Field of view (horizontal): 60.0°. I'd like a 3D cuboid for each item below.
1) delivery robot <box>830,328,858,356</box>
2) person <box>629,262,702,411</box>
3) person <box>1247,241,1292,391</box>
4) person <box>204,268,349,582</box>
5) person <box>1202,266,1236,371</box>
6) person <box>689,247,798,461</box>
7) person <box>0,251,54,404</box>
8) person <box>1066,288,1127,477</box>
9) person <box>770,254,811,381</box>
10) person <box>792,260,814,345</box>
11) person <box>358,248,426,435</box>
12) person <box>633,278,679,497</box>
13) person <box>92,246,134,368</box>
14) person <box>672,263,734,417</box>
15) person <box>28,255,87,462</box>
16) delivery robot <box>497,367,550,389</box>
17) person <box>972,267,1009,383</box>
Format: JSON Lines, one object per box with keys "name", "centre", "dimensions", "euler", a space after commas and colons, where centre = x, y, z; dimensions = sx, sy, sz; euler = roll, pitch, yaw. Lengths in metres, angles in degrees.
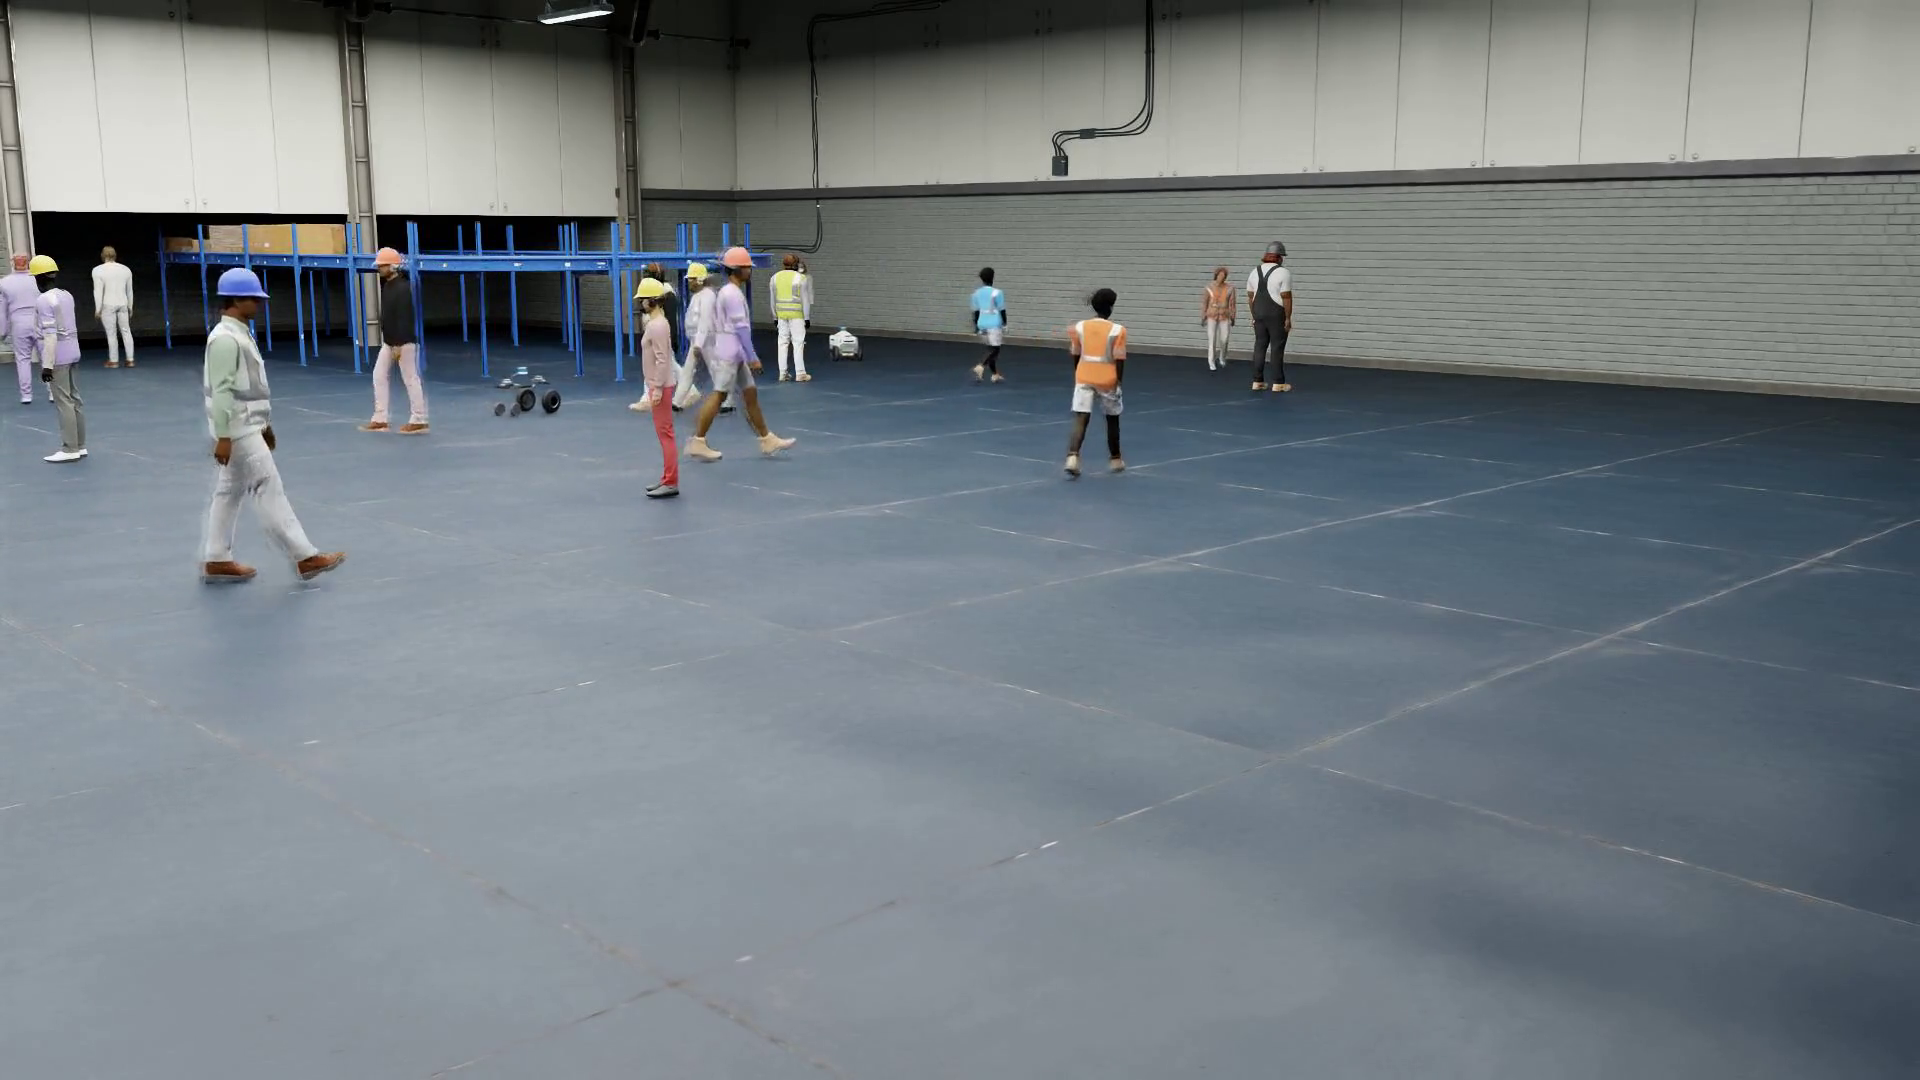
{"name": "delivery robot", "centre": [-1.985, -3.382, 28.386], "dimensions": [0.477, 0.478, 0.707], "euler": [-4, 11, -18]}
{"name": "person", "centre": [-3.591, -2.495, 20.305], "dimensions": [0.914, 1.803, 0.618], "euler": [-5, 11, -23]}
{"name": "person", "centre": [4.300, -3.054, 22.795], "dimensions": [0.535, 2.000, 0.686], "euler": [-9, 14, -40]}
{"name": "person", "centre": [-4.246, -0.689, 10.146], "dimensions": [0.886, 1.907, 0.637], "euler": [-3, 11, -17]}
{"name": "person", "centre": [4.060, -3.475, 26.113], "dimensions": [0.536, 1.625, 0.362], "euler": [0, 10, 3]}
{"name": "person", "centre": [-2.093, -1.743, 15.678], "dimensions": [1.068, 1.995, 0.607], "euler": [-2, 11, -11]}
{"name": "person", "centre": [-11.740, -2.680, 21.010], "dimensions": [0.645, 1.908, 0.403], "euler": [-5, 12, -25]}
{"name": "person", "centre": [1.201, -1.391, 14.665], "dimensions": [0.537, 1.656, 0.868], "euler": [5, 11, 24]}
{"name": "person", "centre": [-2.452, -3.251, 24.299], "dimensions": [0.637, 1.842, 0.429], "euler": [5, 12, 26]}
{"name": "person", "centre": [-3.086, -4.609, 32.298], "dimensions": [0.499, 1.622, 0.356], "euler": [-4, 11, -22]}
{"name": "person", "centre": [-6.070, -2.086, 17.581], "dimensions": [0.814, 1.967, 0.642], "euler": [-8, 13, -38]}
{"name": "person", "centre": [-2.474, -1.239, 13.536], "dimensions": [0.326, 1.767, 0.533], "euler": [-2, 11, -9]}
{"name": "person", "centre": [-13.572, -3.738, 26.692], "dimensions": [0.352, 1.937, 0.635], "euler": [7, 13, 34]}
{"name": "person", "centre": [-3.071, -2.324, 19.388], "dimensions": [0.915, 1.779, 0.621], "euler": [-4, 11, -22]}
{"name": "person", "centre": [-8.489, -1.701, 15.626], "dimensions": [0.383, 1.922, 0.587], "euler": [-1, 10, -7]}
{"name": "delivery robot", "centre": [-5.213, -1.948, 19.858], "dimensions": [0.335, 0.223, 0.698], "euler": [6, 12, 30]}
{"name": "person", "centre": [0.406, -3.061, 23.734], "dimensions": [0.745, 1.664, 0.533], "euler": [-10, 14, -44]}
